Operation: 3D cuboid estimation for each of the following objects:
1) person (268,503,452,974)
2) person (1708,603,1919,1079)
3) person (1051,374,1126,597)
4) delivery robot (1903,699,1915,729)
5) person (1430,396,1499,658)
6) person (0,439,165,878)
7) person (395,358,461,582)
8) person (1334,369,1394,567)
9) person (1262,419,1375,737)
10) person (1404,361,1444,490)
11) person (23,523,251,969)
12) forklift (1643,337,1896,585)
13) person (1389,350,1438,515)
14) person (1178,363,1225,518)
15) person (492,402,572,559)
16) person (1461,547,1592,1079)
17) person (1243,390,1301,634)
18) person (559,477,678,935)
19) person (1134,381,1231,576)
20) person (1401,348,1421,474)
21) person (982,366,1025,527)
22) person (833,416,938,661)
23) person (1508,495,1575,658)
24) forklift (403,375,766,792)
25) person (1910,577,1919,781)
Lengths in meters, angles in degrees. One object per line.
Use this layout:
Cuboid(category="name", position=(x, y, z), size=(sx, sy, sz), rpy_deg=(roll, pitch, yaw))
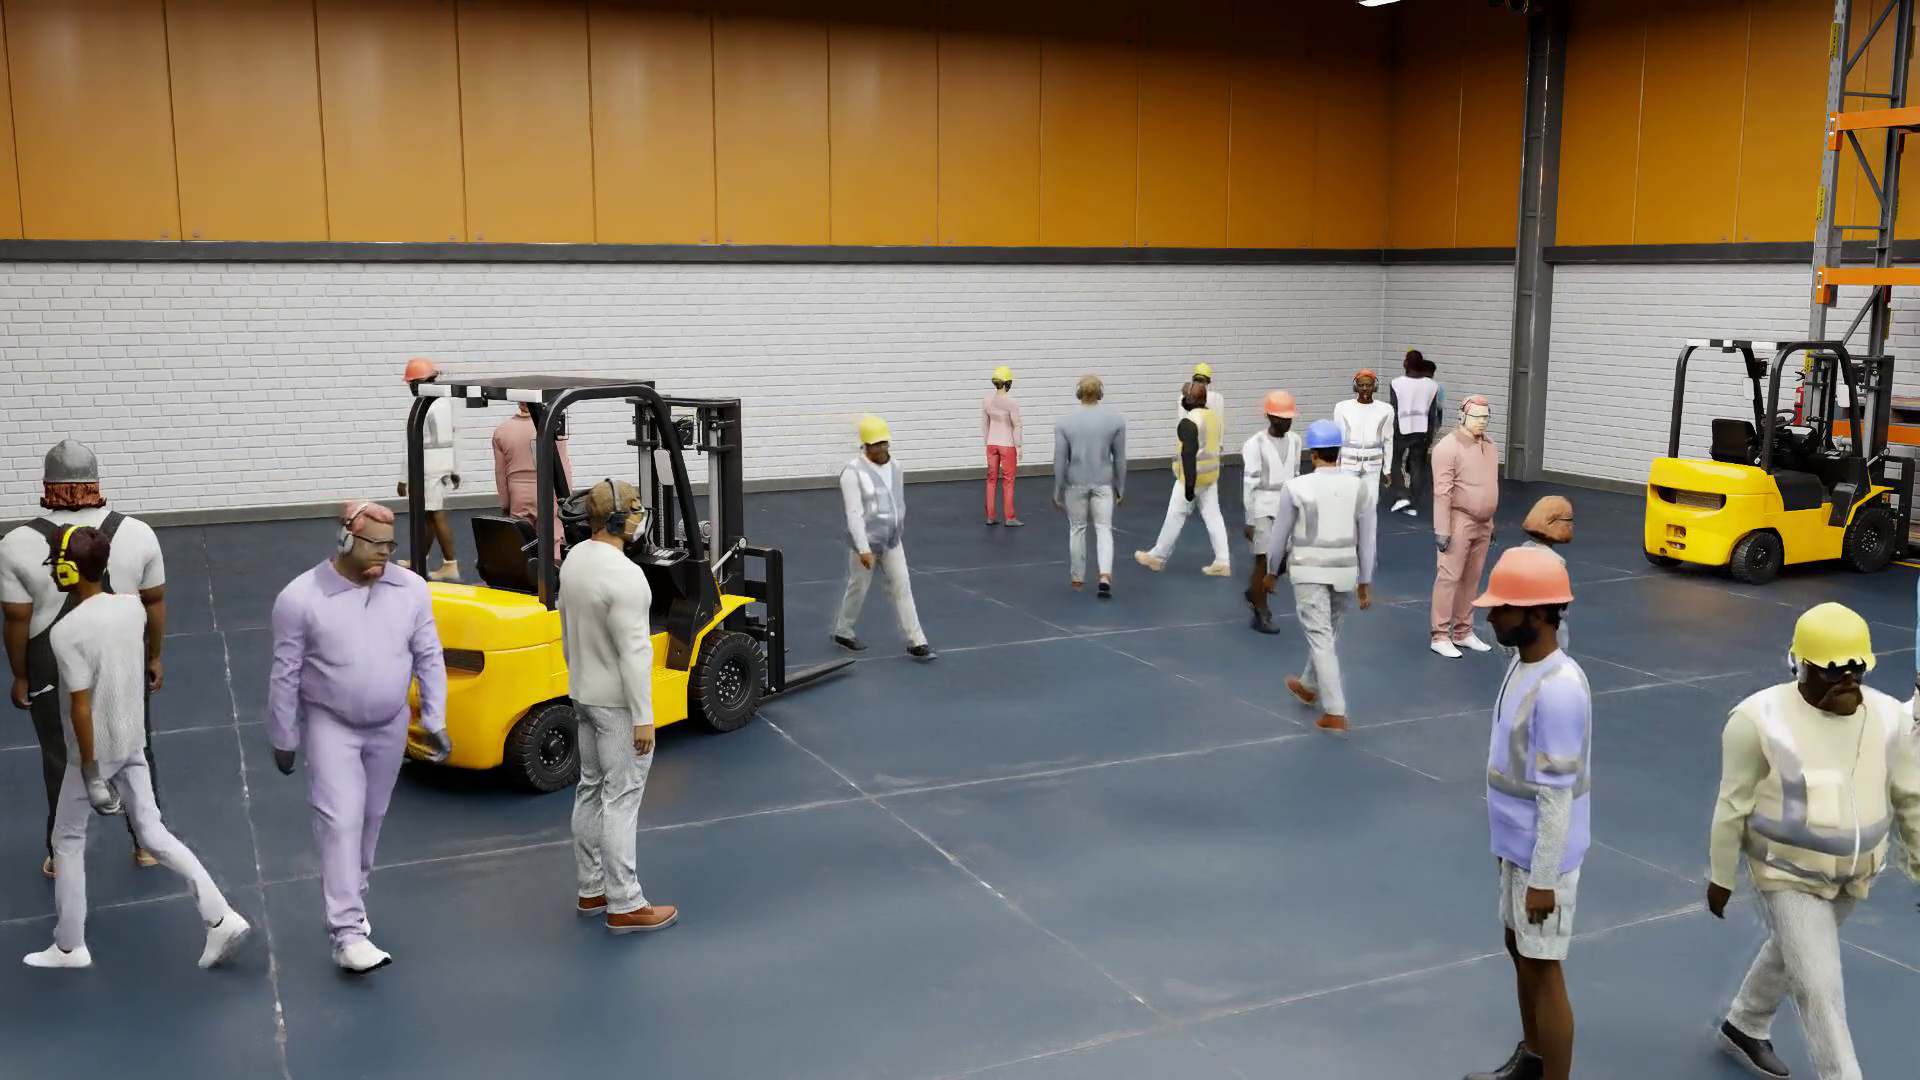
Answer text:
Cuboid(category="person", position=(-2.397, 0.785, 6.772), size=(0.655, 1.861, 0.925), rpy_deg=(-9, 13, -44))
Cuboid(category="person", position=(2.803, 1.052, 5.423), size=(0.682, 1.773, 0.952), rpy_deg=(-1, 9, -8))
Cuboid(category="person", position=(1.115, -0.466, 14.417), size=(0.647, 1.957, 0.607), rpy_deg=(0, 9, -1))
Cuboid(category="delivery robot", position=(5.498, 1.031, 8.994), size=(0.477, 0.478, 0.707), rpy_deg=(-8, 12, -42))
Cuboid(category="person", position=(3.712, -0.101, 12.137), size=(0.651, 1.904, 0.402), rpy_deg=(-7, 12, -37))
Cuboid(category="person", position=(-4.055, 0.546, 7.698), size=(0.684, 2.000, 0.538), rpy_deg=(-7, 12, -39))
Cuboid(category="person", position=(-4.890, -0.621, 14.986), size=(0.808, 2.018, 0.639), rpy_deg=(2, 9, 14))
Cuboid(category="person", position=(3.808, -0.677, 15.777), size=(0.573, 1.883, 0.356), rpy_deg=(1, 9, 9))
Cuboid(category="person", position=(2.208, 0.205, 10.280), size=(0.606, 1.894, 0.985), rpy_deg=(-3, 10, -17))
Cuboid(category="person", position=(5.874, -1.443, 21.128), size=(0.546, 1.674, 0.406), rpy_deg=(-1, 9, -3))
Cuboid(category="person", position=(-3.315, 0.836, 6.577), size=(0.929, 1.841, 0.506), rpy_deg=(2, 9, 15))
Cuboid(category="forklift", position=(7.551, -0.789, 15.507), size=(2.313, 2.155, 1.214), rpy_deg=(-4, 10, -25))
Cuboid(category="person", position=(5.186, -1.233, 19.164), size=(0.626, 1.901, 0.467), rpy_deg=(-2, 9, -10))
Cuboid(category="person", position=(2.739, -1.122, 18.895), size=(0.524, 1.769, 0.308), rpy_deg=(2, 9, 13))
Cuboid(category="person", position=(-3.421, -0.316, 13.455), size=(0.639, 1.910, 0.406), rpy_deg=(2, 9, 10))
Cuboid(category="person", position=(1.823, 0.978, 5.379), size=(0.388, 1.929, 0.542), rpy_deg=(1, 9, 7))
Cuboid(category="person", position=(2.394, -0.223, 12.893), size=(0.562, 1.911, 0.607), rpy_deg=(-5, 10, -29))
Cuboid(category="person", position=(-1.474, 0.697, 7.079), size=(0.355, 1.936, 0.636), rpy_deg=(-7, 11, -36))
Cuboid(category="person", position=(2.125, -0.571, 15.405), size=(0.971, 1.786, 0.645), rpy_deg=(7, 11, 36))
Cuboid(category="person", position=(6.239, -1.771, 22.992), size=(0.486, 1.744, 0.294), rpy_deg=(-5, 11, -29))
Cuboid(category="person", position=(0.471, -1.023, 18.273), size=(0.524, 1.772, 0.301), rpy_deg=(7, 12, 38))
Cuboid(category="person", position=(-0.594, -0.010, 11.977), size=(0.914, 1.778, 0.604), rpy_deg=(8, 12, 42))
Cuboid(category="person", position=(3.097, 0.565, 8.904), size=(0.376, 1.621, 0.500), rpy_deg=(1, 9, 4))
Cuboid(category="forklift", position=(-2.268, 0.149, 9.685), size=(1.214, 2.155, 2.313), rpy_deg=(6, 11, 32))
Cuboid(category="person", position=(4.964, 0.648, 8.306), size=(0.525, 1.639, 0.307), rpy_deg=(-4, 10, -22))
